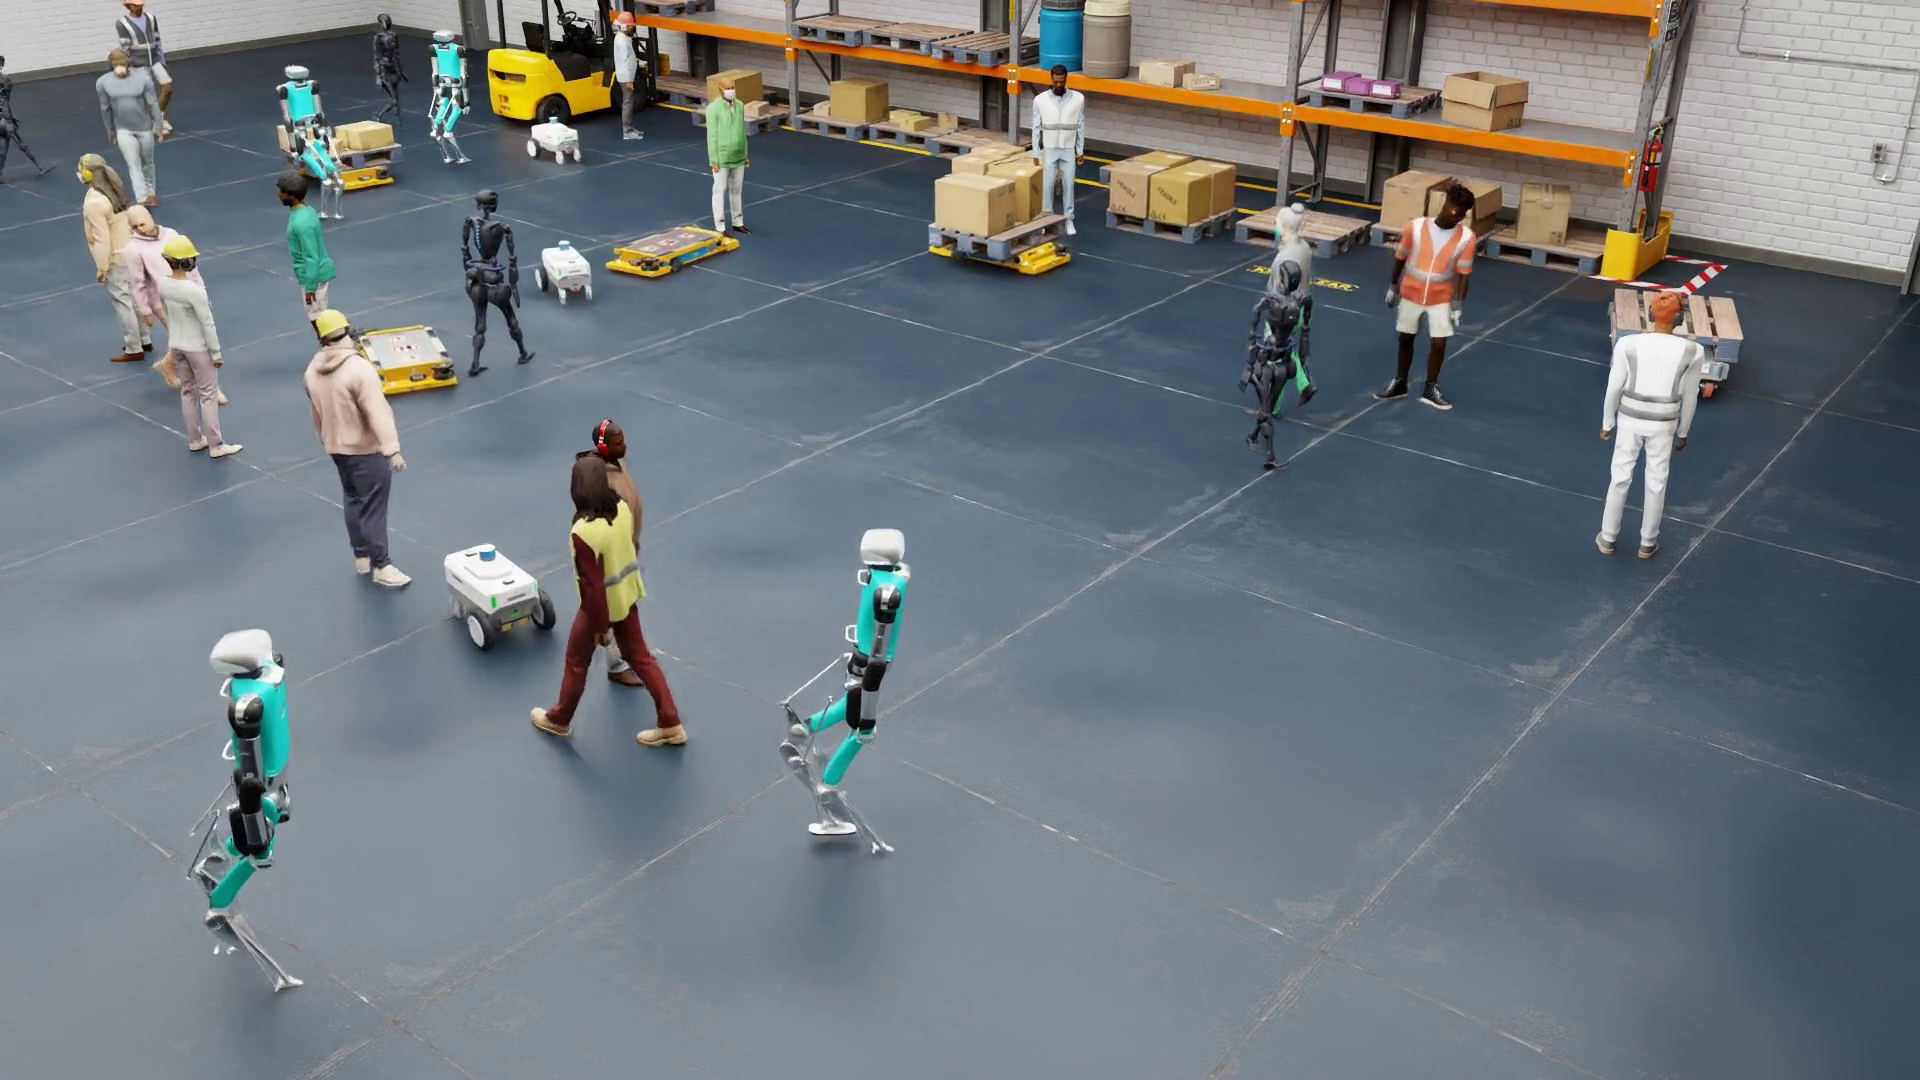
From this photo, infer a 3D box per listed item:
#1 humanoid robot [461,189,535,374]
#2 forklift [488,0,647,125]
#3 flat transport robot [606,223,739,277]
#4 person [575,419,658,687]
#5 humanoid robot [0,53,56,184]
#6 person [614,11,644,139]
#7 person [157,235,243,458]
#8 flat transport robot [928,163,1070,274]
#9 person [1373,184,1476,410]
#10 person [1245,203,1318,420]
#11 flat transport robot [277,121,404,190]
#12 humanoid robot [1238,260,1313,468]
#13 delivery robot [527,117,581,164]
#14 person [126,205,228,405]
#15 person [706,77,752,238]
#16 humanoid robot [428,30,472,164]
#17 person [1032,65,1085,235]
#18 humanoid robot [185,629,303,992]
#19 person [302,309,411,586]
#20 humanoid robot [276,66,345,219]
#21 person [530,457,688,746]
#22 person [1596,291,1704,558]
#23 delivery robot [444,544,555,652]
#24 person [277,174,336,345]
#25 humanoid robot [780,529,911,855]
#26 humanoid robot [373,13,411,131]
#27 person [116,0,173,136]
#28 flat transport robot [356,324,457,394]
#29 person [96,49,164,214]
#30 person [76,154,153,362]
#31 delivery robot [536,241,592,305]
[{"bbox_3d":[-4.176,-2.316,14.796,0.606,1.635,0.714,10,28,20],"label":"humanoid robot"},{"bbox_3d":[-5.874,-7.334,24.552,1.214,2.155,2.313,19,32,34],"label":"forklift"},{"bbox_3d":[-3.119,-3.153,18.100,0.659,0.231,1.431,16,30,29],"label":"flat transport robot"},{"bbox_3d":[-2.042,0.062,9.849,0.337,1.651,0.454,2,26,5],"label":"person"},{"bbox_3d":[-12.068,-5.357,21.090,0.779,1.620,0.587,-13,28,-24],"label":"humanoid robot"},{"bbox_3d":[-4.667,-6.540,23.424,0.350,1.739,0.568,-5,26,-11],"label":"person"},{"bbox_3d":[-5.961,-1.507,12.981,0.516,1.756,0.336,12,28,24],"label":"person"},{"bbox_3d":[0.424,-3.167,18.129,1.431,0.231,0.659,18,31,33],"label":"flat transport robot"},{"bbox_3d":[3.872,-2.029,13.883,0.715,1.932,0.371,8,27,17],"label":"person"},{"bbox_3d":[2.687,-1.863,13.628,0.489,1.831,0.575,15,30,28],"label":"person"},{"bbox_3d":[-7.925,-4.753,21.414,0.659,0.231,1.431,-22,33,-37],"label":"flat transport robot"},{"bbox_3d":[2.434,-1.379,12.849,0.600,1.631,0.744,-10,28,-20],"label":"humanoid robot"},{"bbox_3d":[-5.467,-5.390,22.426,0.499,0.614,0.815,-23,34,-39],"label":"delivery robot"},{"bbox_3d":[-6.650,-1.996,14.025,0.751,1.726,0.528,12,28,23],"label":"person"},{"bbox_3d":[-2.609,-4.317,18.770,0.388,1.784,0.537,23,34,39],"label":"person"},{"bbox_3d":[-6.687,-5.699,21.531,0.533,1.677,0.735,8,27,15],"label":"humanoid robot"},{"bbox_3d":[1.110,-4.420,18.847,0.596,1.907,0.410,-2,26,-4],"label":"person"},{"bbox_3d":[-3.285,1.243,7.355,0.799,1.800,0.530,-4,26,-9],"label":"humanoid robot"},{"bbox_3d":[-4.007,-0.606,11.046,0.860,1.823,0.429,16,30,30],"label":"person"},{"bbox_3d":[-7.447,-4.572,19.341,0.752,1.778,0.550,18,31,32],"label":"humanoid robot"},{"bbox_3d":[-1.963,0.347,9.194,0.935,1.722,0.463,11,28,21],"label":"person"},{"bbox_3d":[4.670,-0.776,11.324,0.574,1.883,0.362,10,28,20],"label":"person"},{"bbox_3d":[-2.965,0.329,10.575,0.499,0.608,0.811,-21,33,-36],"label":"delivery robot"},{"bbox_3d":[-5.602,-2.249,14.411,0.383,1.848,0.510,-8,27,-15],"label":"person"},{"bbox_3d":[-0.631,0.790,8.272,0.793,1.782,0.535,-2,26,-4],"label":"humanoid robot"},{"bbox_3d":[-8.300,-6.744,23.954,0.695,1.633,0.608,9,27,18],"label":"humanoid robot"},{"bbox_3d":[-11.478,-6.737,23.500,0.443,2.028,0.643,16,30,30],"label":"person"},{"bbox_3d":[-5.000,-1.646,14.980,0.659,0.231,1.431,-12,28,-23],"label":"flat transport robot"},{"bbox_3d":[-9.769,-4.828,19.692,0.645,1.881,1.005,-11,28,-22],"label":"person"},{"bbox_3d":[-7.605,-2.539,14.985,0.409,1.877,0.555,-2,26,-4],"label":"person"},{"bbox_3d":[-4.011,-2.746,16.933,0.499,0.598,0.777,-12,28,-24],"label":"delivery robot"}]
